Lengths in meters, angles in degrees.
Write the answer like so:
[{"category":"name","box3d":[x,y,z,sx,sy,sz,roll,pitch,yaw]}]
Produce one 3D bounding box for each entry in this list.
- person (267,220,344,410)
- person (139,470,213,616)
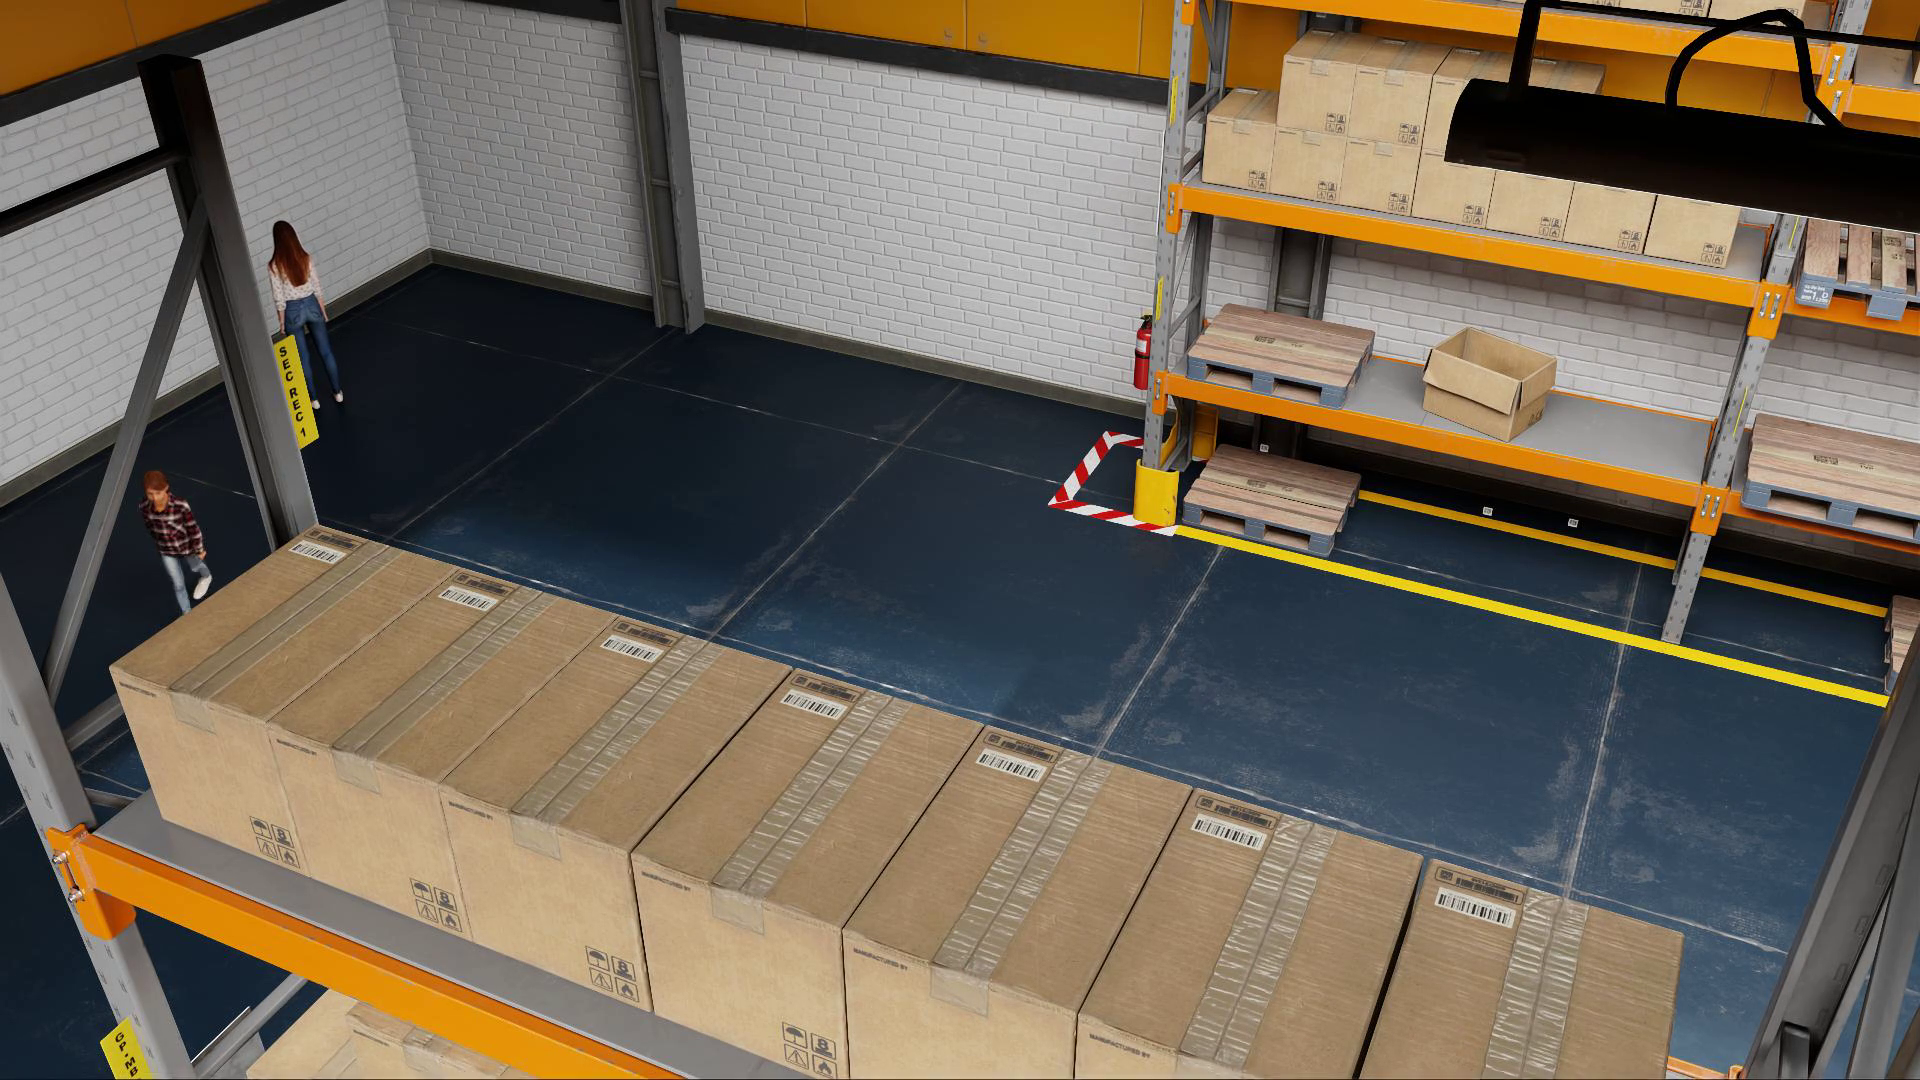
[{"category":"person","box3d":[-5.733,-1.968,14.499,0.651,1.728,0.642,-23,40,-31]},{"category":"person","box3d":[-5.625,-0.005,11.966,0.952,1.262,0.933,-5,34,-7]}]
